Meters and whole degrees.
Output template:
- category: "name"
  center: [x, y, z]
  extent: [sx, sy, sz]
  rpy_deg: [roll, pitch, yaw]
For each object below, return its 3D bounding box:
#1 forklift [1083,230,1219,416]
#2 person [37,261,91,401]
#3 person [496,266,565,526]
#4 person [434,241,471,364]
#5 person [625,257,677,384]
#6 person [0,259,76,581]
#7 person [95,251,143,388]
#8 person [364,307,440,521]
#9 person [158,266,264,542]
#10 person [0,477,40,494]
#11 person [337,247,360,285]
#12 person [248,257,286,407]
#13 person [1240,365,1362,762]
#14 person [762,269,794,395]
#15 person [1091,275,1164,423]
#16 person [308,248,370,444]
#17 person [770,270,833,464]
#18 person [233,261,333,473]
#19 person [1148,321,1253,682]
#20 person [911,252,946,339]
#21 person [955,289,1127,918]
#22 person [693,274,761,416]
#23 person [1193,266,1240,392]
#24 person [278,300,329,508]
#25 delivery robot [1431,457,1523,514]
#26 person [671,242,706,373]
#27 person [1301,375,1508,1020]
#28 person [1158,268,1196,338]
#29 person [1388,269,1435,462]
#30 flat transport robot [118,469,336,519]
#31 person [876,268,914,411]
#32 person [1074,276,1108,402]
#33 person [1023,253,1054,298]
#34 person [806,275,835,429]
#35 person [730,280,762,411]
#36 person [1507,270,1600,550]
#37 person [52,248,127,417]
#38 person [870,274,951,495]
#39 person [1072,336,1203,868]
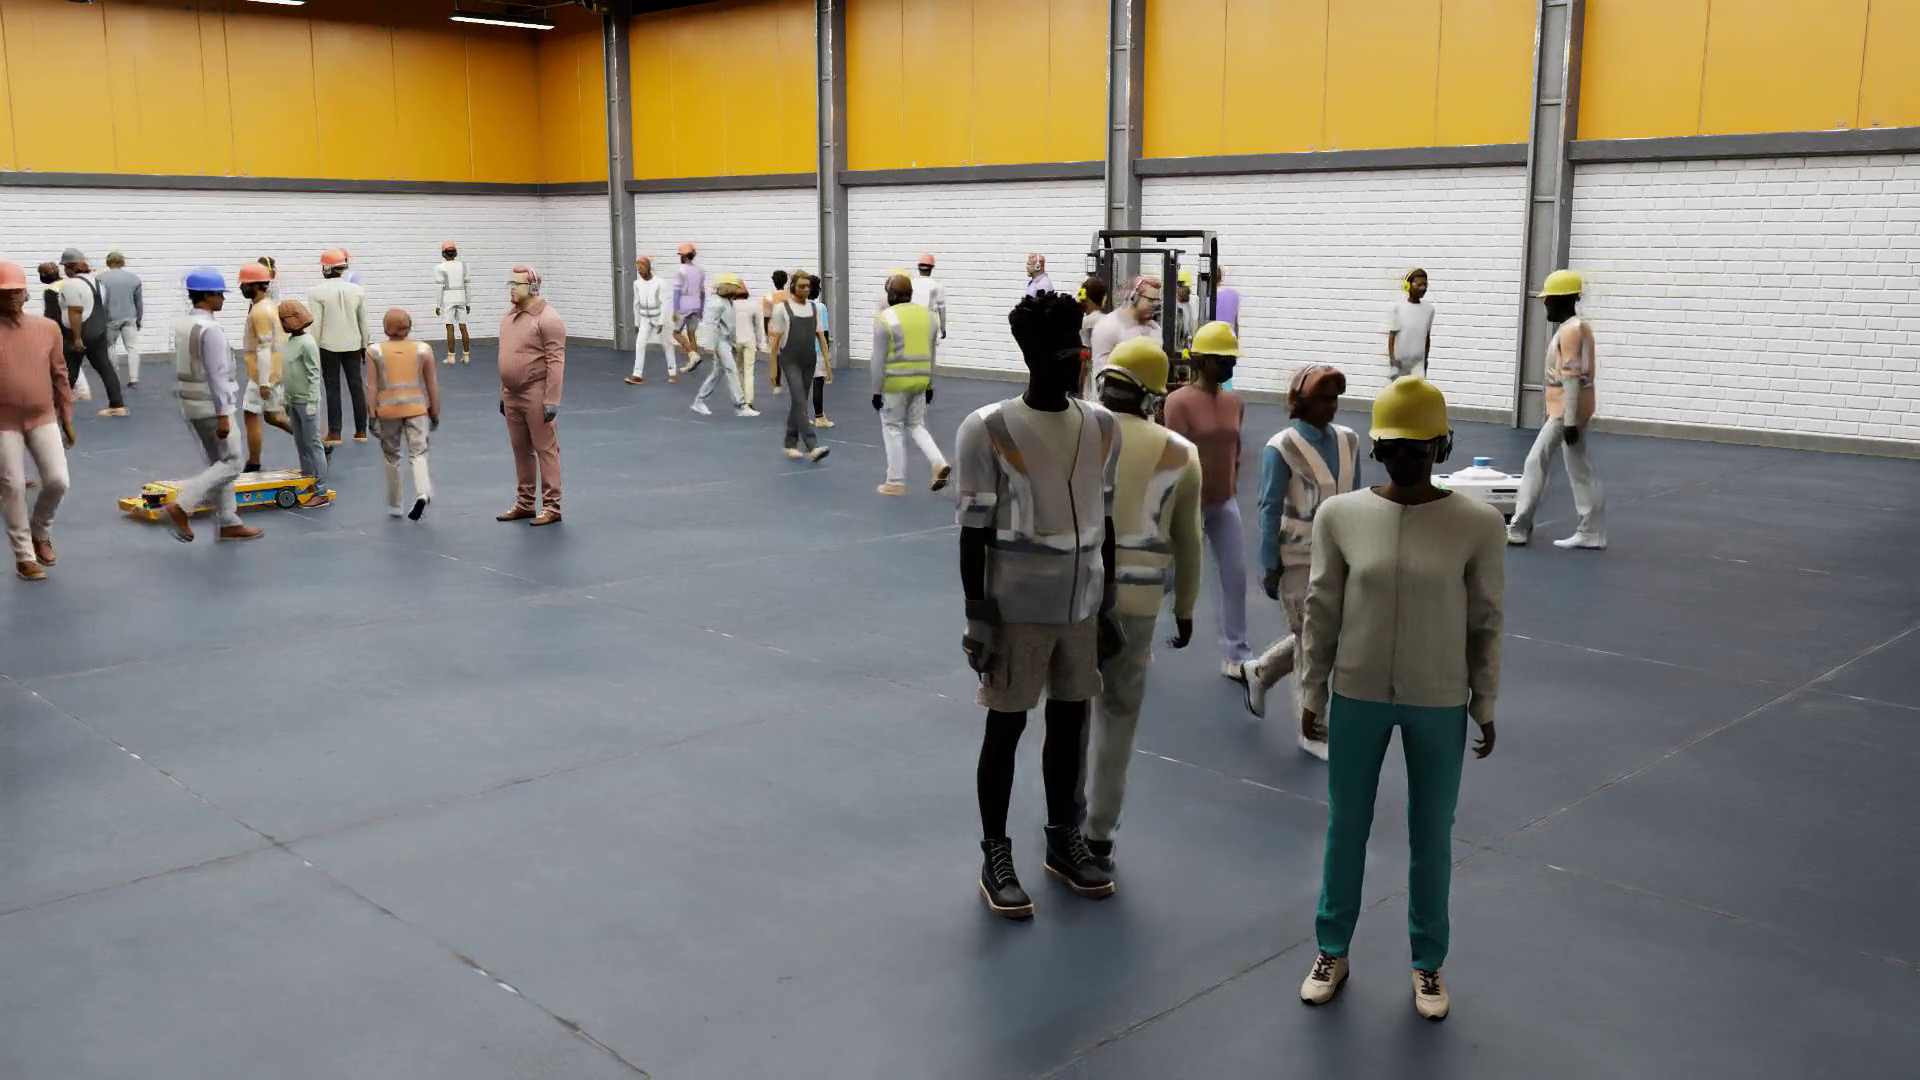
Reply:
- category: "forklift"
  center: [1.804, -1.825, 15.677]
  extent: [1.214, 2.155, 2.313]
  rpy_deg: [2, 11, 13]
- category: "person"
  center: [-11.490, -2.659, 21.294]
  extent: [0.496, 1.804, 0.673]
  rpy_deg: [-2, 11, -13]
- category: "person"
  center: [-3.200, -1.063, 12.310]
  extent: [0.643, 1.909, 0.410]
  rpy_deg: [8, 13, 36]
- category: "person"
  center: [-8.414, -3.926, 27.575]
  extent: [0.605, 2.033, 0.392]
  rpy_deg: [-9, 14, -41]
- category: "person"
  center: [-4.440, -3.146, 23.949]
  extent: [0.609, 1.822, 0.876]
  rpy_deg: [4, 11, 18]
- category: "person"
  center: [-5.821, -0.735, 10.297]
  extent: [0.445, 1.980, 0.647]
  rpy_deg: [10, 14, 43]
- category: "person"
  center: [-11.769, -3.077, 23.272]
  extent: [0.745, 1.909, 0.654]
  rpy_deg: [9, 14, 41]
- category: "person"
  center: [-4.140, -0.930, 12.401]
  extent: [0.543, 1.608, 0.705]
  rpy_deg: [-5, 11, -23]
- category: "person"
  center: [-5.175, -0.904, 11.377]
  extent: [0.637, 1.926, 0.623]
  rpy_deg: [-10, 14, -43]
- category: "person"
  center: [-7.985, -1.358, 13.833]
  extent: [0.352, 1.936, 0.635]
  rpy_deg: [0, 10, 1]
- category: "person"
  center: [-10.408, -3.960, 28.059]
  extent: [0.580, 1.919, 0.532]
  rpy_deg: [0, 10, 2]
- category: "person"
  center: [-8.611, -2.582, 20.713]
  extent: [0.532, 1.862, 0.312]
  rpy_deg: [5, 11, 25]
- category: "person"
  center: [1.410, 0.072, 6.891]
  extent: [0.523, 1.616, 0.658]
  rpy_deg: [-7, 13, -35]
- category: "person"
  center: [-2.344, -2.735, 22.014]
  extent: [0.539, 1.682, 0.603]
  rpy_deg: [-3, 11, -14]
- category: "person"
  center: [1.104, -0.910, 11.603]
  extent: [0.663, 1.863, 0.885]
  rpy_deg: [-7, 12, -33]
- category: "person"
  center: [-6.367, -1.982, 17.066]
  extent: [0.622, 1.995, 0.374]
  rpy_deg: [-10, 14, -43]
- category: "person"
  center: [-1.444, -1.615, 15.601]
  extent: [0.541, 1.798, 0.939]
  rpy_deg: [-8, 13, -37]
- category: "person"
  center: [-5.959, -1.448, 14.392]
  extent: [0.823, 1.916, 0.557]
  rpy_deg: [-2, 11, -12]
- category: "person"
  center: [1.143, -0.199, 8.057]
  extent: [0.522, 1.732, 0.863]
  rpy_deg: [-6, 12, -31]
- category: "person"
  center: [-0.439, -2.796, 21.768]
  extent: [0.556, 1.907, 0.819]
  rpy_deg: [3, 11, 17]
- category: "person"
  center: [0.267, 0.196, 5.275]
  extent: [0.610, 1.966, 0.364]
  rpy_deg: [-6, 12, -31]
- category: "person"
  center: [-2.814, -2.312, 19.741]
  extent: [0.897, 1.682, 0.514]
  rpy_deg: [3, 11, 15]
- category: "person"
  center: [2.835, -2.117, 18.280]
  extent: [0.592, 1.820, 0.522]
  rpy_deg: [-4, 11, -19]
- category: "person"
  center: [-5.181, -1.068, 13.079]
  extent: [0.279, 1.633, 0.497]
  rpy_deg: [-10, 14, -42]
- category: "delivery robot"
  center: [3.695, -0.345, 11.823]
  extent: [0.707, 0.478, 0.477]
  rpy_deg: [0, 10, 0]
- category: "person"
  center: [-4.180, -3.568, 25.630]
  extent: [0.469, 2.029, 0.648]
  rpy_deg: [8, 13, 38]
- category: "person"
  center: [1.192, 0.436, 4.520]
  extent: [0.533, 1.767, 0.327]
  rpy_deg: [3, 11, 18]
- category: "person"
  center: [2.175, -1.940, 17.408]
  extent: [0.839, 1.799, 0.592]
  rpy_deg: [8, 13, 37]
- category: "person"
  center: [4.288, -1.684, 15.950]
  extent: [0.514, 1.828, 0.983]
  rpy_deg: [-2, 11, -9]
- category: "flat transport robot"
  center: [-5.715, -0.372, 13.004]
  extent: [1.431, 0.197, 0.652]
  rpy_deg: [-10, 14, -44]
- category: "person"
  center: [-0.754, -2.397, 20.080]
  extent: [0.540, 1.727, 0.652]
  rpy_deg: [9, 13, 39]
- category: "person"
  center: [1.049, -1.075, 12.630]
  extent: [0.514, 1.827, 0.665]
  rpy_deg: [6, 12, 29]
- category: "person"
  center: [0.940, -2.590, 20.629]
  extent: [0.402, 1.911, 0.638]
  rpy_deg: [-2, 11, -9]
- category: "person"
  center: [-1.638, -2.079, 18.422]
  extent: [0.532, 1.696, 0.318]
  rpy_deg: [8, 13, 37]
- category: "person"
  center: [-2.685, -2.385, 20.388]
  extent: [0.526, 1.579, 0.858]
  rpy_deg: [-3, 11, -13]
- category: "person"
  center: [3.998, -0.876, 11.318]
  extent: [0.879, 1.889, 0.625]
  rpy_deg: [5, 12, 26]
- category: "person"
  center: [-10.334, -2.447, 19.485]
  extent: [1.027, 2.000, 0.704]
  rpy_deg: [1, 10, 4]
- category: "person"
  center: [-0.415, -1.247, 13.561]
  extent: [0.632, 1.823, 0.600]
  rpy_deg: [-9, 14, -40]
- category: "person"
  center: [0.537, 0.195, 5.787]
  extent: [0.594, 1.782, 0.710]
  rpy_deg: [2, 11, 9]
